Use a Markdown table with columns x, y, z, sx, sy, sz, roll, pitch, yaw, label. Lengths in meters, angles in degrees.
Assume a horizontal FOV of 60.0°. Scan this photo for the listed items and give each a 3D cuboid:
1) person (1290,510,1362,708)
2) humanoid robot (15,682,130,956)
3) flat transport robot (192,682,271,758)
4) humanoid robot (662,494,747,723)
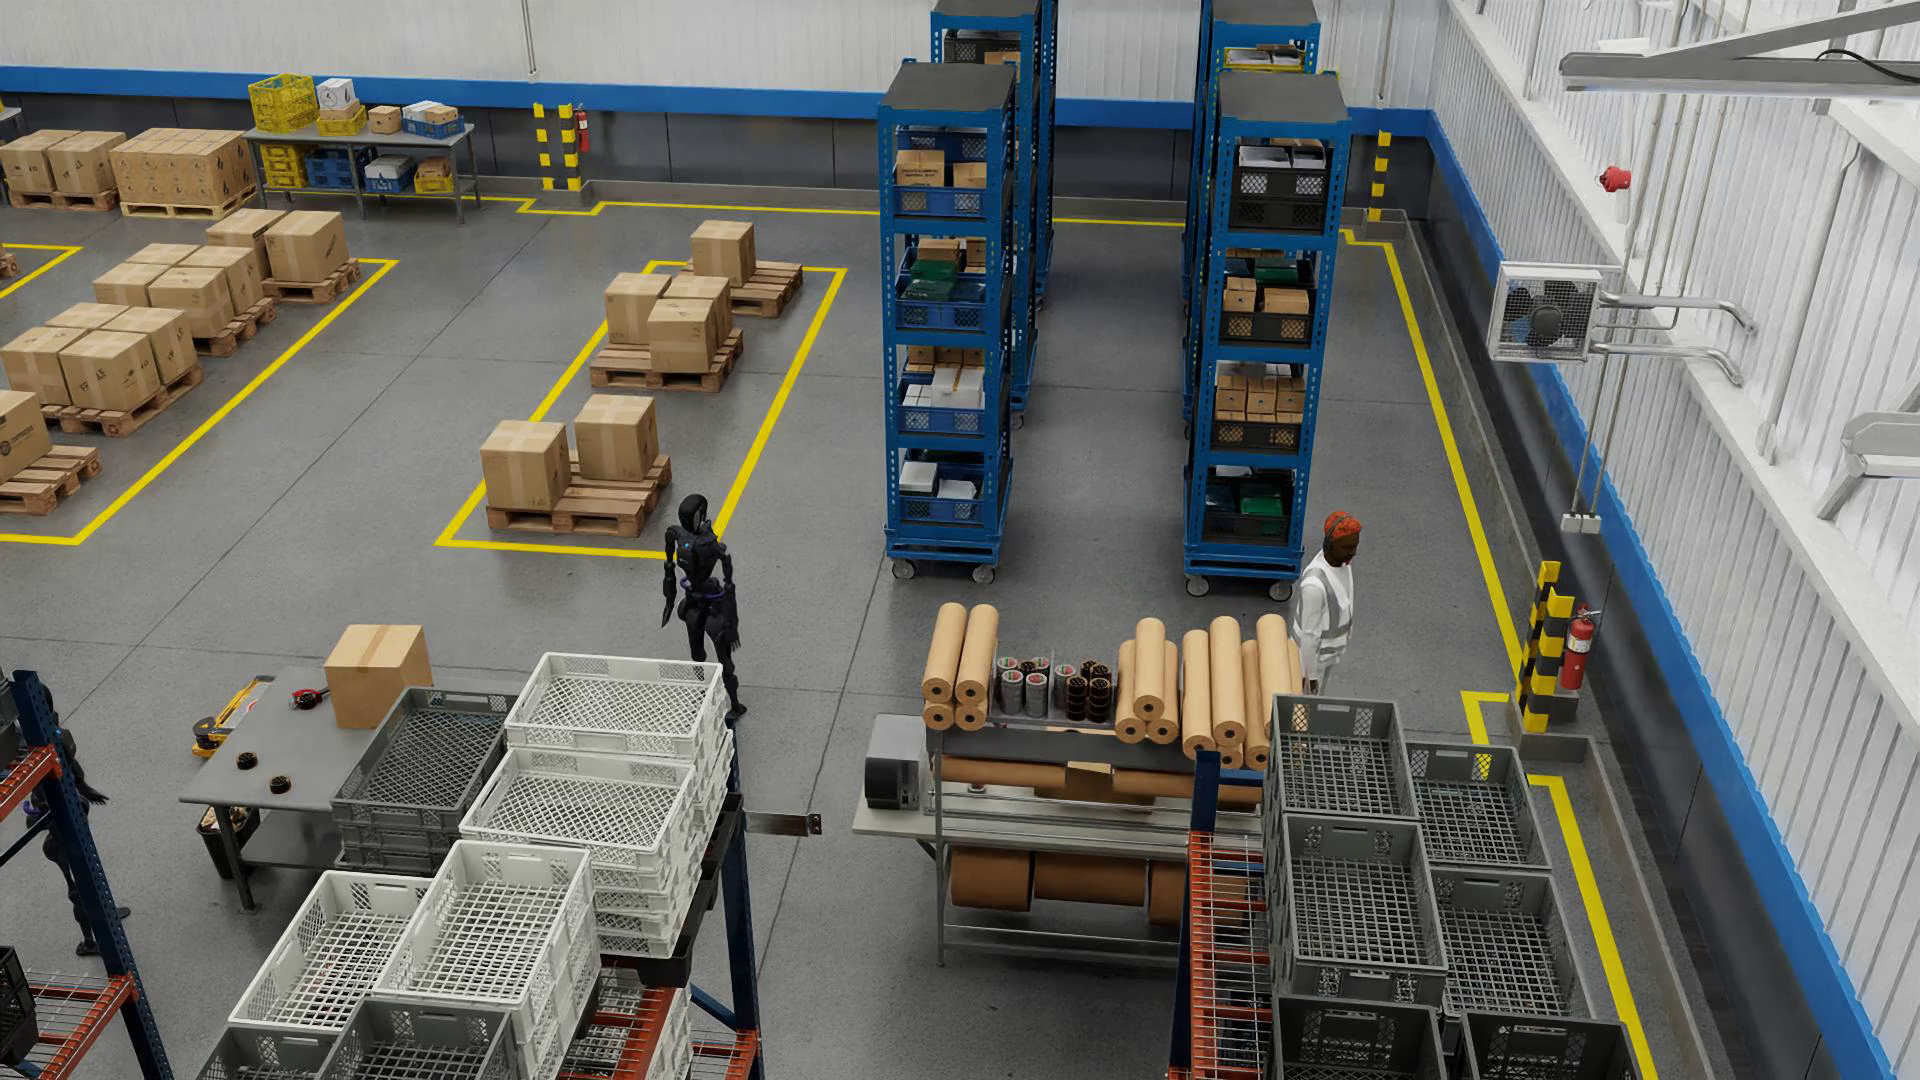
| x | y | z | sx | sy | sz | roll | pitch | yaw | label |
| --- | --- | --- | --- | --- | --- | --- | --- | --- | --- |
| 2.155 | 0.667 | 9.924 | 0.362 | 1.882 | 0.574 | 16 | 34 | 25 | person |
| -4.706 | 1.449 | 8.768 | 0.314 | 1.661 | 0.608 | -8 | 31 | -14 | humanoid robot |
| -4.089 | 1.163 | 10.648 | 1.431 | 0.197 | 0.652 | 3 | 30 | 6 | flat transport robot |
| -1.628 | 0.436 | 10.521 | 0.582 | 1.652 | 0.337 | 19 | 35 | 29 | humanoid robot |
